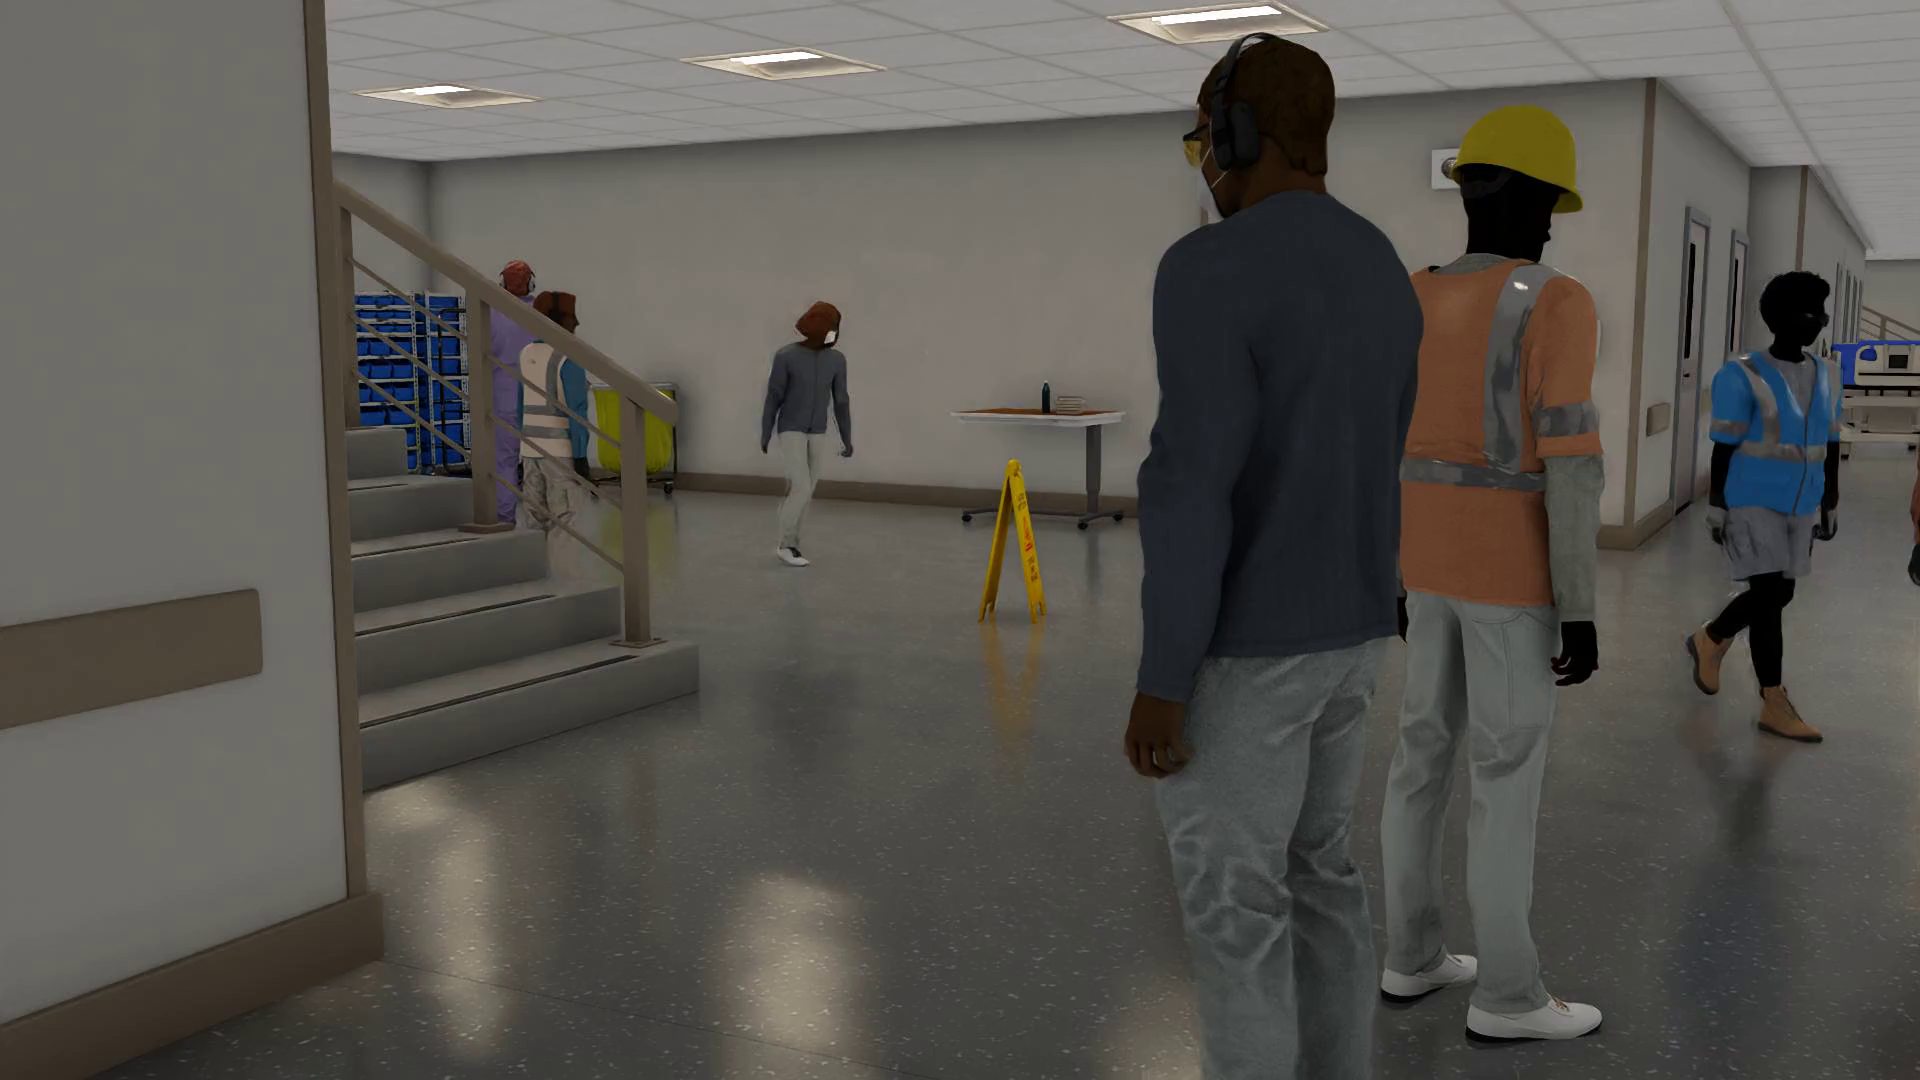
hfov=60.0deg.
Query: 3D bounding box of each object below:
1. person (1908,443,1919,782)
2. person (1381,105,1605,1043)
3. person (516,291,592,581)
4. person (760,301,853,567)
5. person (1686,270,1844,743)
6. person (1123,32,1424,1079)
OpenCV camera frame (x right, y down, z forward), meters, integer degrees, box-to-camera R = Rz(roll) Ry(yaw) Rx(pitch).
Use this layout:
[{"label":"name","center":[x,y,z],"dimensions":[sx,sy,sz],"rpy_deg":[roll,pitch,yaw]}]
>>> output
[{"label":"person","center":[3.139,0.016,5.011],"dimensions":[0.539,1.632,0.450],"rpy_deg":[1,8,10]},{"label":"person","center":[1.104,0.071,3.474],"dimensions":[0.376,1.918,0.584],"rpy_deg":[-4,8,-28]},{"label":"person","center":[-1.992,-0.399,8.169],"dimensions":[0.514,1.636,0.315],"rpy_deg":[7,10,42]},{"label":"person","center":[-0.935,-0.627,10.026],"dimensions":[0.519,1.592,0.478],"rpy_deg":[-7,10,-42]},{"label":"person","center":[2.939,-0.149,6.135],"dimensions":[0.538,1.672,0.774],"rpy_deg":[-2,8,-15]},{"label":"person","center":[0.496,0.178,2.642],"dimensions":[0.380,1.927,0.637],"rpy_deg":[6,10,41]}]
